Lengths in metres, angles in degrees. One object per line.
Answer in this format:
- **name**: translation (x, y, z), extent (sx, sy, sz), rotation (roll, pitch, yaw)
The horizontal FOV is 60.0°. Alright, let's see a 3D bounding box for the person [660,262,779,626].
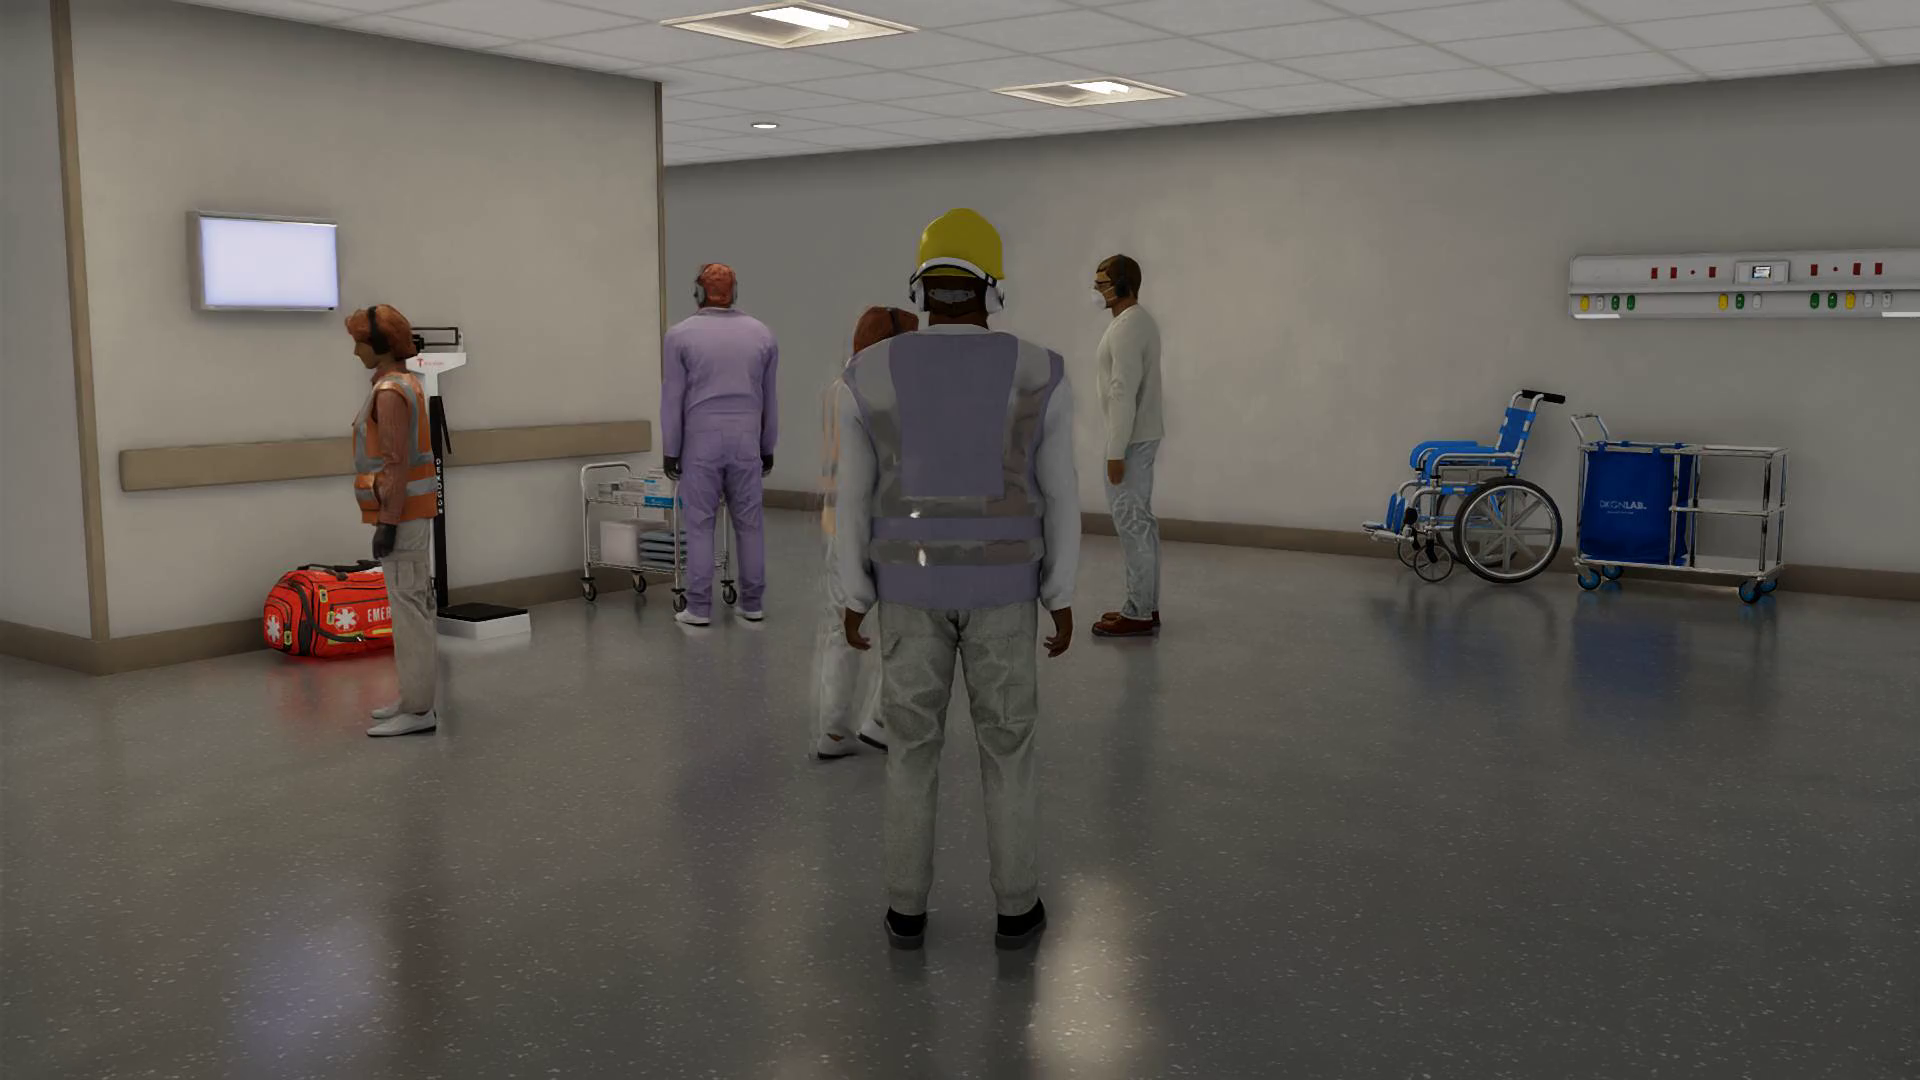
- **person**: translation (-1.269, -0.500, 8.755), extent (0.648, 1.902, 0.400), rotation (-4, 8, -30)

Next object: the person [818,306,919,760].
- **person**: translation (-0.307, -0.010, 5.909), extent (0.453, 1.622, 0.528), rotation (-5, 9, -34)

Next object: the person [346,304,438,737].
- **person**: translation (-2.151, -0.075, 6.356), extent (0.312, 1.639, 0.512), rotation (-2, 7, -13)

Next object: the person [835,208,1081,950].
- **person**: translation (-0.003, 0.106, 4.127), extent (0.601, 1.831, 0.404), rotation (0, 7, 3)

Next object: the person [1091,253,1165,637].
- **person**: translation (0.847, -0.475, 8.427), extent (0.372, 1.932, 0.628), rotation (2, 7, 12)
